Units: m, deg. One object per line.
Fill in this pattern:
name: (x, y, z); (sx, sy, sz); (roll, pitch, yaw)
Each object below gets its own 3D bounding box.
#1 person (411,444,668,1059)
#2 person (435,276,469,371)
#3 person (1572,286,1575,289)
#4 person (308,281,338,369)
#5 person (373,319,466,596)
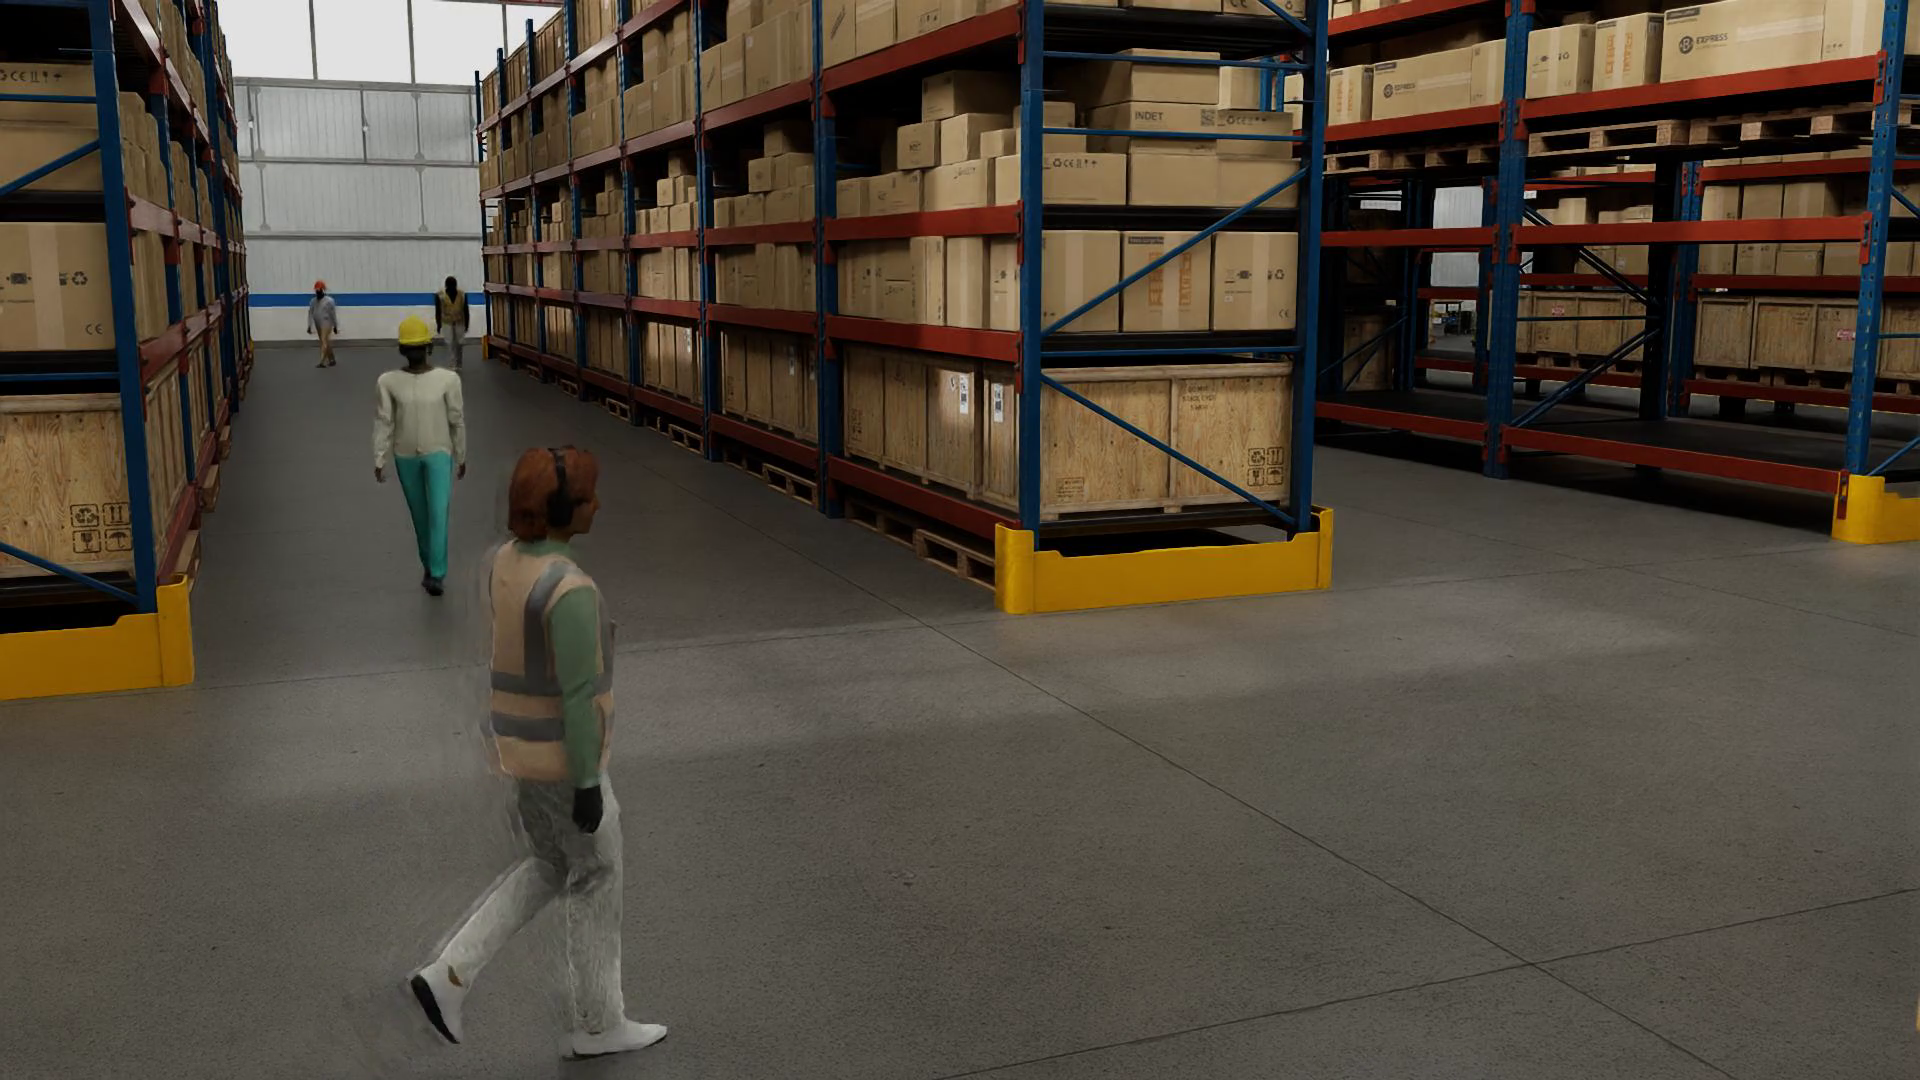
person: (-1.077, 0.566, 4.226); (0.550, 1.620, 0.524); (-7, 12, -35)
person: (-9.701, -4.136, 31.795); (0.632, 1.824, 0.508); (-5, 11, -27)
person: (13.045, -4.777, 35.296); (0.640, 1.932, 0.662); (7, 12, 35)
person: (-12.585, -4.255, 32.887); (0.562, 1.722, 0.875); (4, 10, 20)
person: (-3.368, -0.509, 10.377); (0.541, 1.713, 0.922); (-2, 10, -9)
